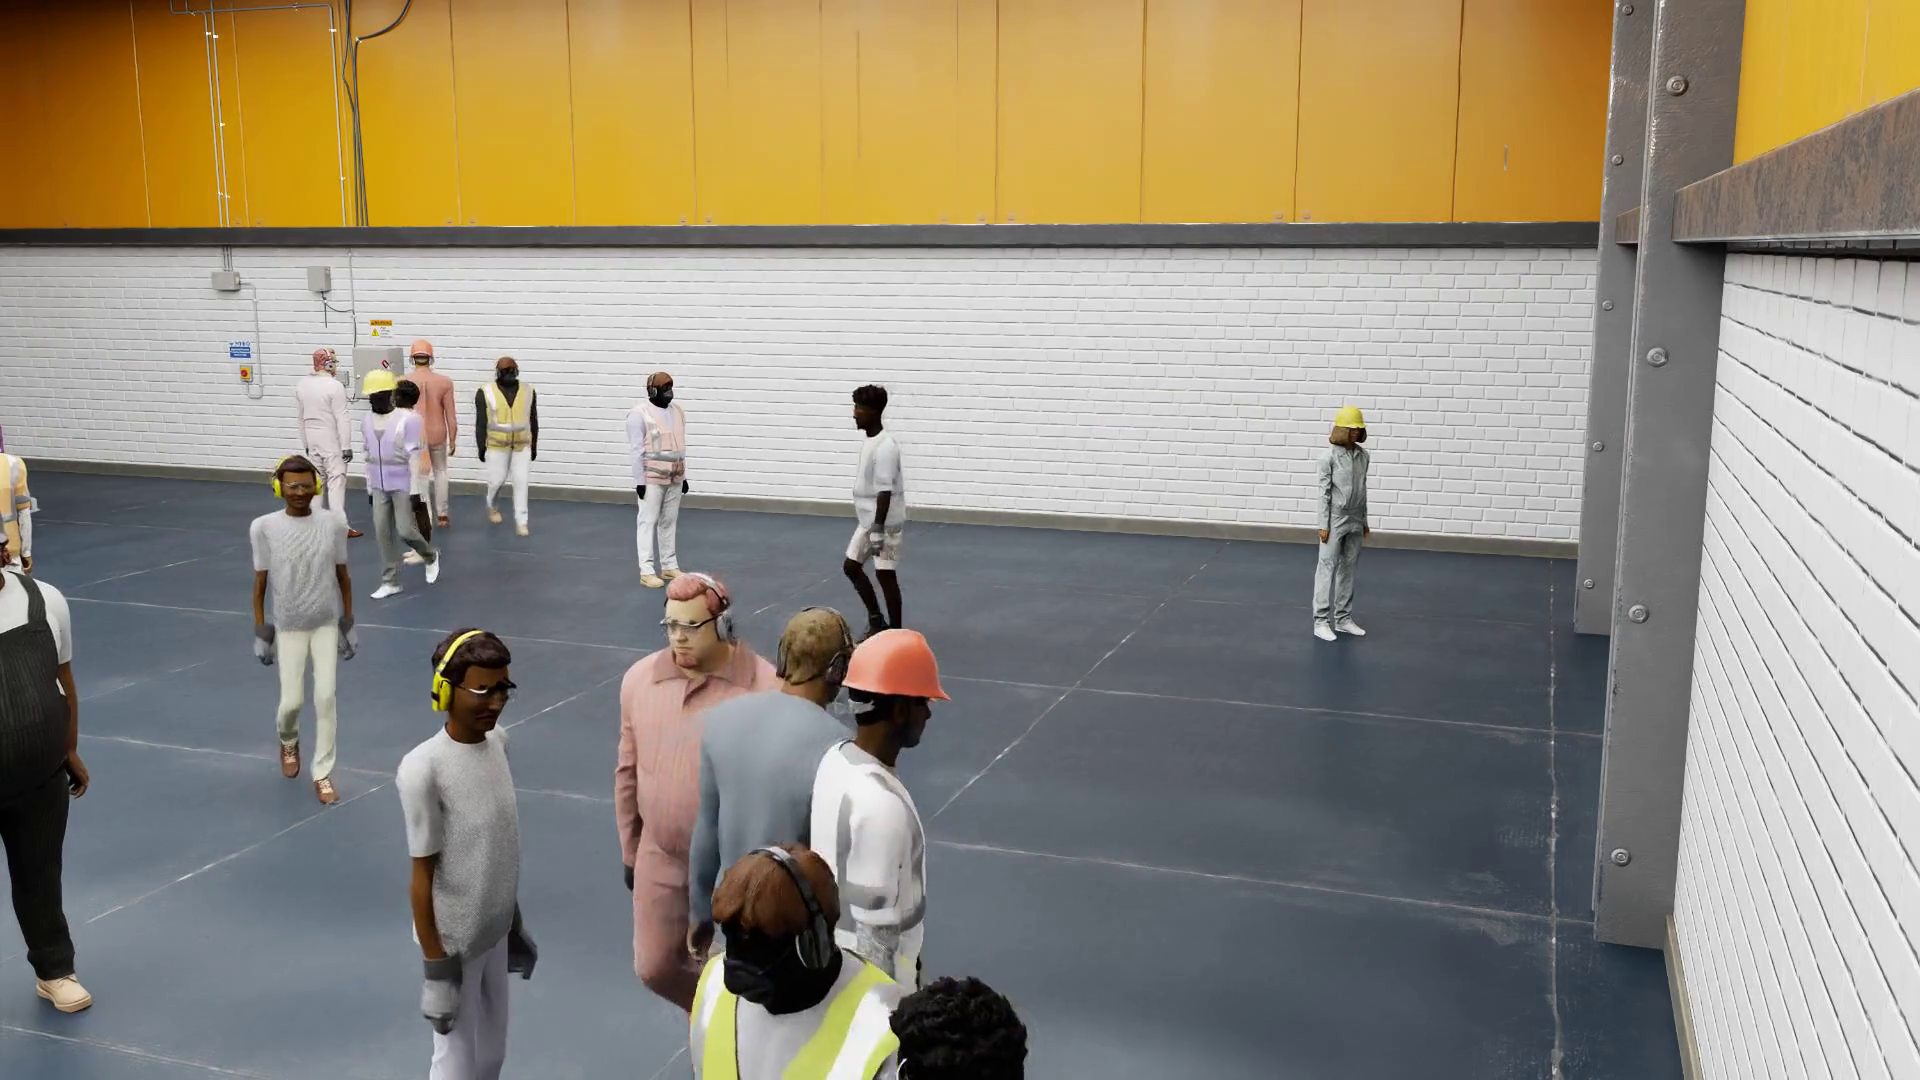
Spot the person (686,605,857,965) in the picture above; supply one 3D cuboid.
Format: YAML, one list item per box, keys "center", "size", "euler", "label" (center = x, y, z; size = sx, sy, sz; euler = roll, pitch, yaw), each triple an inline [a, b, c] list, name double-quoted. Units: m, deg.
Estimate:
- center: [-0.442, 1.128, 4.892]
  size: [0.647, 1.883, 0.878]
  euler: [9, 13, 40]
  label: "person"

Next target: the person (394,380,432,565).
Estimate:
- center: [-5.027, -0.623, 15.294]
  size: [0.321, 1.697, 0.535]
  euler: [-3, 10, -14]
  label: "person"

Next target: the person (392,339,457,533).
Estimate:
- center: [-5.507, -1.072, 17.086]
  size: [0.617, 1.963, 0.871]
  euler: [-4, 11, -22]
  label: "person"

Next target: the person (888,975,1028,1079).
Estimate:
- center: [0.021, 1.571, 2.945]
  size: [0.321, 1.694, 0.529]
  euler: [-4, 11, -20]
  label: "person"

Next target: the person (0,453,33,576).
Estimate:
- center: [-6.253, 0.076, 10.680]
  size: [0.357, 1.936, 0.551]
  euler: [7, 12, 33]
  label: "person"

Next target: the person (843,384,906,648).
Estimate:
- center: [-0.627, -0.133, 11.836]
  size: [0.539, 1.940, 0.639]
  euler: [-3, 10, -16]
  label: "person"

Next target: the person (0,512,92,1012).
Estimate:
- center: [-3.572, 0.826, 6.167]
  size: [0.535, 2.000, 0.674]
  euler: [9, 13, 41]
  label: "person"

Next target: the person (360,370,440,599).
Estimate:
- center: [-4.693, -0.479, 13.889]
  size: [0.598, 1.906, 0.598]
  euler: [3, 11, 19]
  label: "person"

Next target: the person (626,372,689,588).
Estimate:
- center: [-2.573, -0.528, 14.354]
  size: [0.430, 1.846, 0.623]
  euler: [7, 12, 35]
  label: "person"

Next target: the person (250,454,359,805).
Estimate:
- center: [-3.472, 0.452, 8.826]
  size: [0.513, 1.854, 0.564]
  euler: [-6, 12, -30]
  label: "person"

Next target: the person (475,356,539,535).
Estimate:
- center: [-4.620, -0.975, 16.936]
  size: [0.644, 1.826, 0.670]
  euler: [-5, 11, -27]
  label: "person"

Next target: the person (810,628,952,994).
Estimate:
- center: [-0.157, 1.182, 4.569]
  size: [0.637, 1.906, 0.538]
  euler: [-4, 11, -21]
  label: "person"

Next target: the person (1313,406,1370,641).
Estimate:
- center: [2.867, -0.128, 12.378]
  size: [0.494, 1.743, 0.308]
  euler: [-7, 12, -33]
  label: "person"

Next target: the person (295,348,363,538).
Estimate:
- center: [-6.303, -0.965, 16.633]
  size: [0.645, 1.907, 0.400]
  euler: [6, 12, 29]
  label: "person"

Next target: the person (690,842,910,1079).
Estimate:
- center: [-0.284, 1.453, 3.259]
  size: [0.659, 1.821, 0.435]
  euler: [7, 13, 36]
  label: "person"

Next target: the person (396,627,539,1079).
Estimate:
- center: [-1.382, 1.165, 4.764]
  size: [0.328, 1.865, 0.517]
  euler: [2, 10, 12]
  label: "person"

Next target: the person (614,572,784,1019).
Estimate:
- center: [-0.832, 1.028, 5.462]
  size: [0.653, 1.892, 0.693]
  euler: [3, 10, 14]
  label: "person"
